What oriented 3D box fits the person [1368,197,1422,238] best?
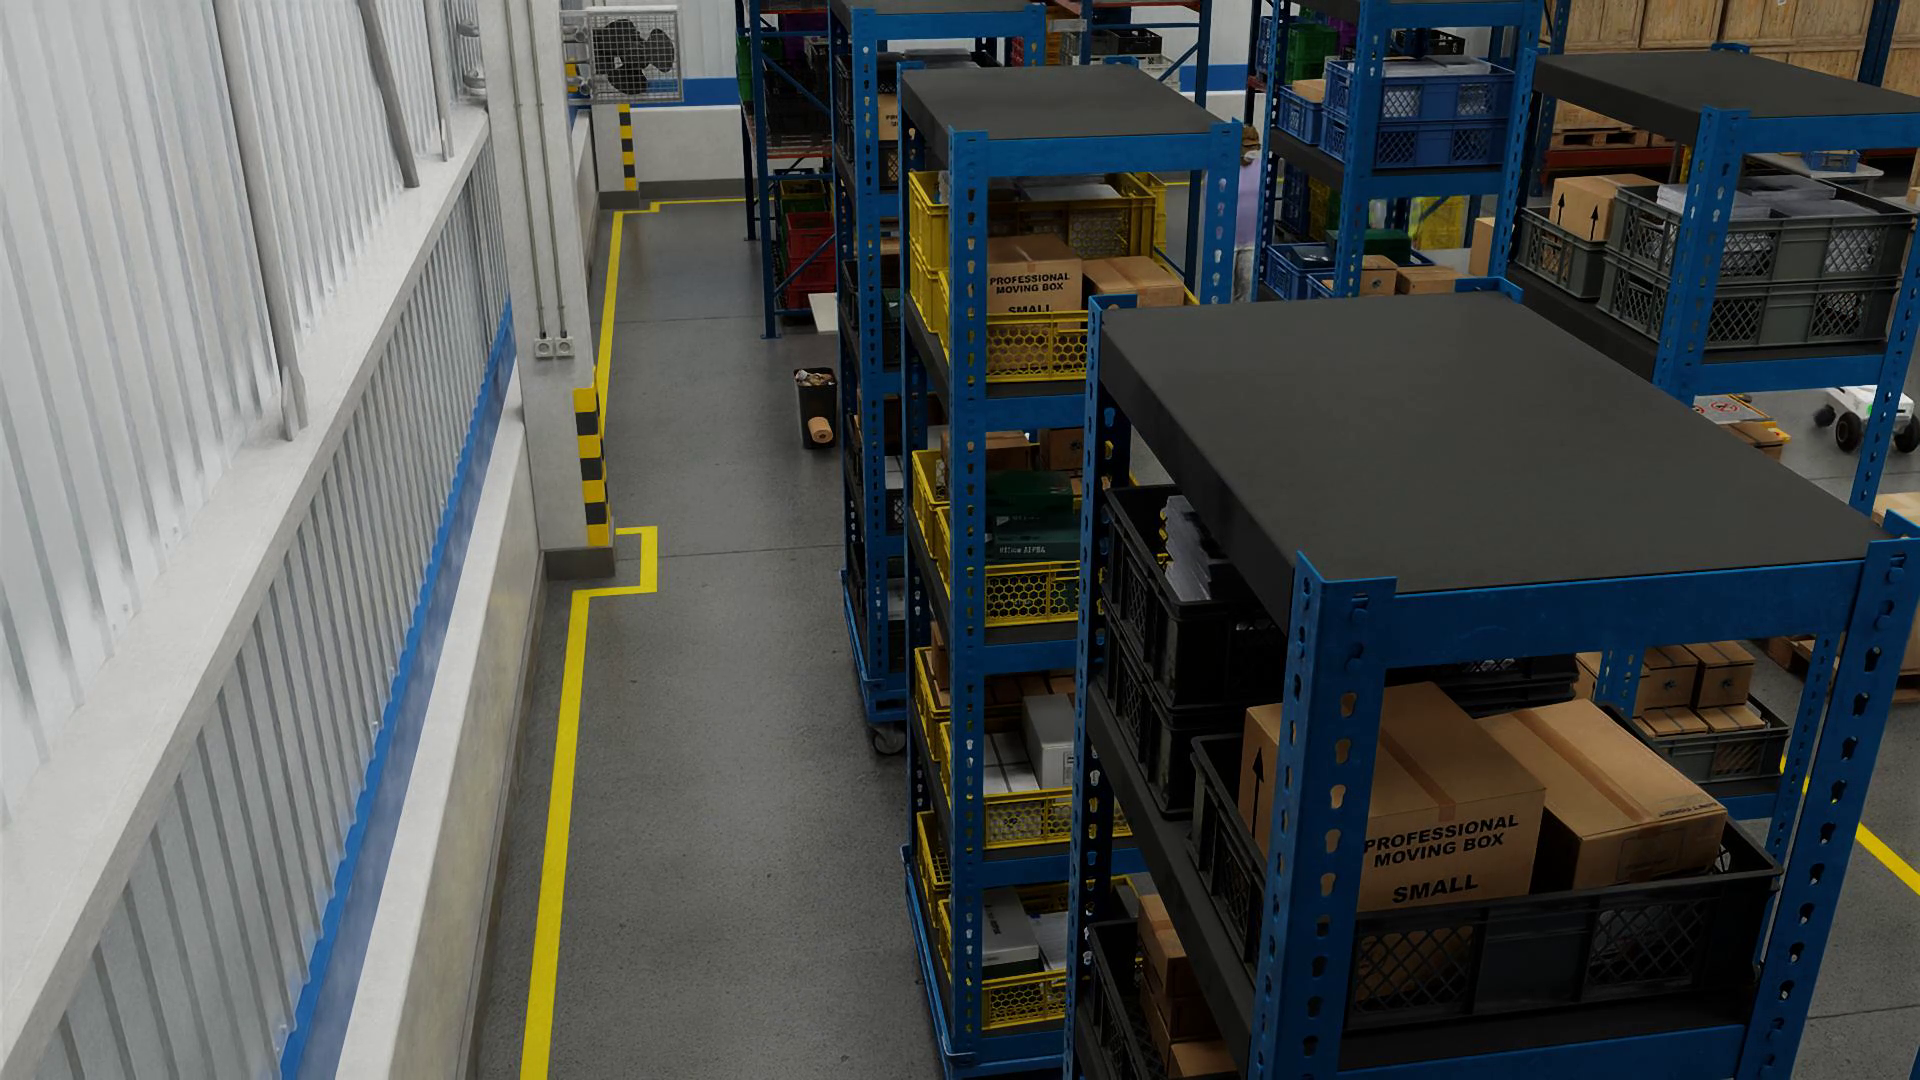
[{"bbox_3d":[3.662,-2.611,14.109,0.431,1.820,0.653,10,26,20],"label":"person"}]

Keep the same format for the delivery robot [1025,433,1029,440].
[{"bbox_3d":[0.257,-0.581,11.083,0.477,0.478,0.707,8,26,17],"label":"delivery robot"}]

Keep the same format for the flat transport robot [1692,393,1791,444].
[{"bbox_3d":[5.224,-0.859,12.132,1.431,0.197,0.652,-4,25,-8],"label":"flat transport robot"}]

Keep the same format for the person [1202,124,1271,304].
[{"bbox_3d":[2.245,-2.419,13.554,0.629,1.932,0.358,-10,26,-20],"label":"person"}]

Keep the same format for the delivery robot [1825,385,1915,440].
[{"bbox_3d":[6.594,-1.028,12.055,0.477,0.478,0.707,2,25,3],"label":"delivery robot"}]
